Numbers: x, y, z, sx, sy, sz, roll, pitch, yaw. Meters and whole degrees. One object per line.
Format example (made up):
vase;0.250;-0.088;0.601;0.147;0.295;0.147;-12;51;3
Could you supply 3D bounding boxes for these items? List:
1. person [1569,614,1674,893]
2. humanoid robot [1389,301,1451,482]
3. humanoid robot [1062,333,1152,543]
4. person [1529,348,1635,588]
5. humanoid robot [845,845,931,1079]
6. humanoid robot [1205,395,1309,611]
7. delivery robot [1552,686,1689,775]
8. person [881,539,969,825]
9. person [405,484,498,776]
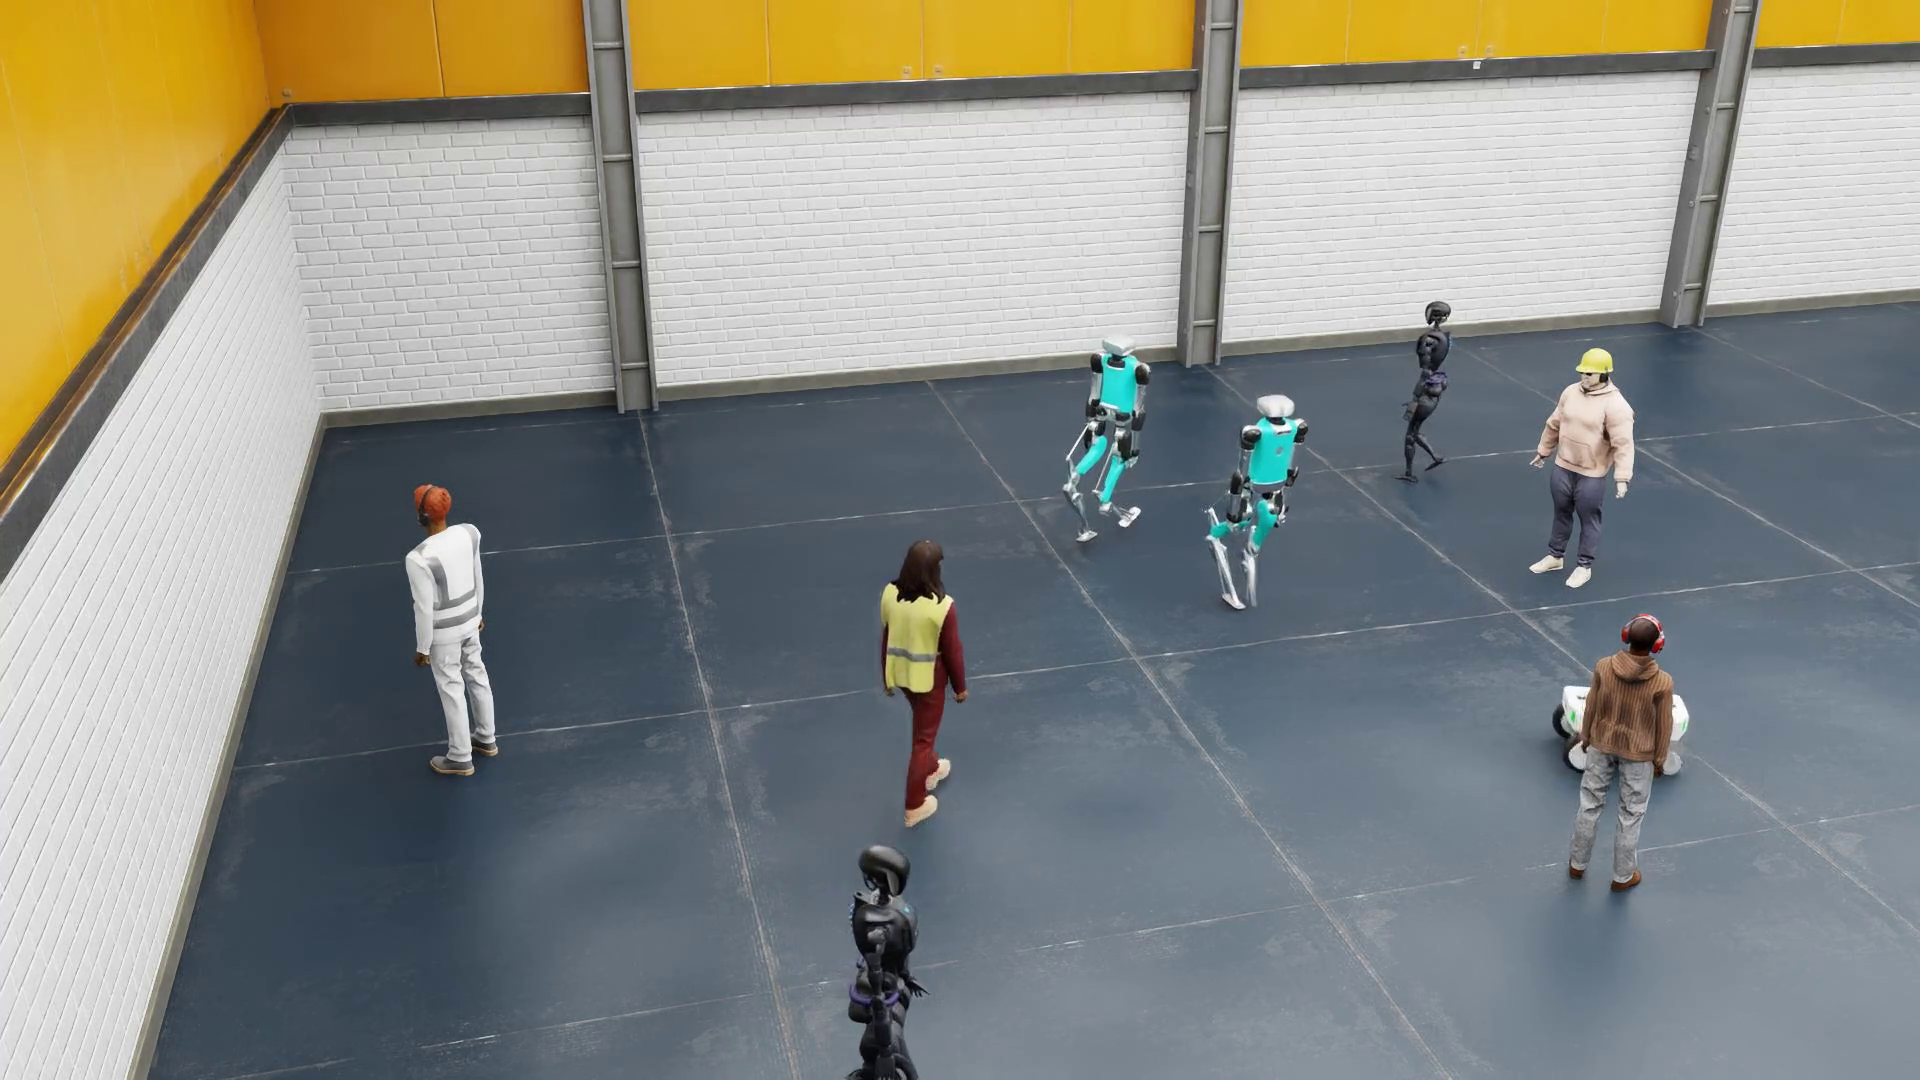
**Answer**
person;3.585;1.156;9.016;0.458;1.651;0.333;16;28;32
humanoid robot;4.066;-1.286;14.542;0.426;1.645;0.610;11;26;24
humanoid robot;1.137;-0.747;13.226;0.545;1.736;0.996;17;29;34
person;4.751;-0.564;12.656;0.410;1.865;0.819;-15;28;-31
humanoid robot;-0.353;2.005;7.141;0.770;1.653;0.616;3;24;6
humanoid robot;2.091;-0.240;12.184;0.540;1.843;0.786;-10;26;-22
delivery robot;4.137;1.141;10.404;0.787;0.587;0.499;4;24;10
person;-0.151;0.780;9.757;0.491;1.741;0.748;16;28;31
person;-3.106;0.542;10.126;0.356;1.884;0.573;10;26;22
